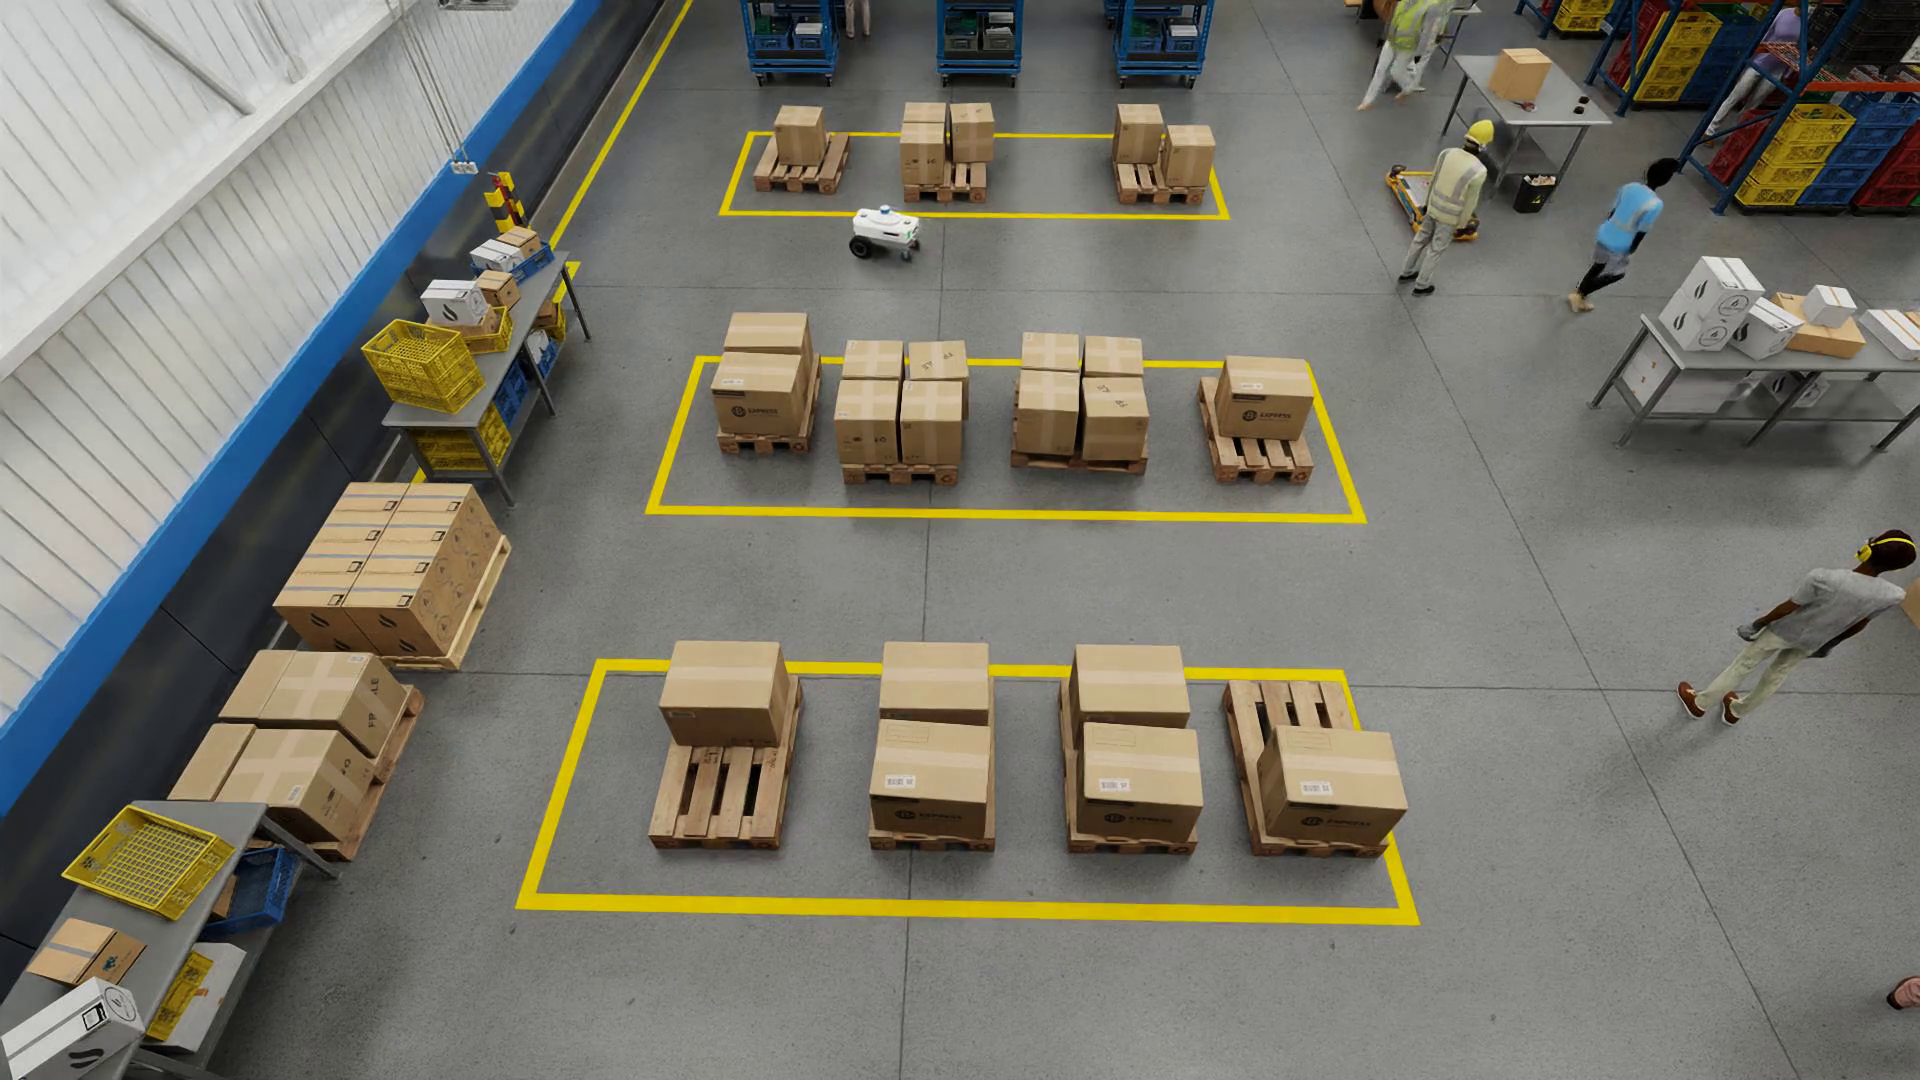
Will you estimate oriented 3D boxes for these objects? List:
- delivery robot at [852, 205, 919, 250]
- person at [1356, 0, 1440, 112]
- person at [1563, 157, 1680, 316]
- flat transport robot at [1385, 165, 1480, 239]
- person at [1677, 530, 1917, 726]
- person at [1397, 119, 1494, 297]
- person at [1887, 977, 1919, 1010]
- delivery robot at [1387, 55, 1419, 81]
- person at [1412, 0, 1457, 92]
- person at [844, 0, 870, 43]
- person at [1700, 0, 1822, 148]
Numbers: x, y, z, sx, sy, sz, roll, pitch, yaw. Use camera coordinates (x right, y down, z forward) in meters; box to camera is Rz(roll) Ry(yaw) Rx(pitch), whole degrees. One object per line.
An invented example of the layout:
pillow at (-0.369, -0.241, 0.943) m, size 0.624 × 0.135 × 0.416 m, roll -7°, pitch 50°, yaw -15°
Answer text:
delivery robot at (-0.832, -3.523, 10.318) m, size 0.707 × 0.478 × 0.477 m, roll 13°, pitch 50°, yaw 11°
person at (5.985, -6.691, 12.303) m, size 0.723 × 1.807 × 0.706 m, roll -22°, pitch 53°, yaw -18°
person at (6.582, -2.998, 9.178) m, size 0.394 × 1.675 × 0.542 m, roll -4°, pitch 49°, yaw -4°
flat transport robot at (5.692, -4.094, 11.059) m, size 0.652 × 0.197 × 1.431 m, roll 1°, pitch 49°, yaw 1°
person at (5.415, 0.603, 5.950) m, size 0.509 × 1.862 × 0.328 m, roll 14°, pitch 50°, yaw 11°
person at (5.006, -3.390, 9.429) m, size 0.403 × 1.828 × 0.596 m, roll -15°, pitch 51°, yaw -13°
person at (5.609, 2.153, 4.579) m, size 0.404 × 1.905 × 0.654 m, roll -14°, pitch 51°, yaw -12°
delivery robot at (6.374, -6.919, 13.257) m, size 0.477 × 0.478 × 0.707 m, roll 4°, pitch 49°, yaw 4°
person at (6.632, -7.161, 12.819) m, size 0.320 × 1.631 × 0.527 m, roll 1°, pitch 49°, yaw 1°
person at (-1.593, -8.638, 13.874) m, size 0.625 × 1.979 × 0.411 m, roll -20°, pitch 52°, yaw -17°
person at (10.146, -5.930, 11.558) m, size 0.634 × 1.933 × 0.371 m, roll 11°, pitch 50°, yaw 9°
